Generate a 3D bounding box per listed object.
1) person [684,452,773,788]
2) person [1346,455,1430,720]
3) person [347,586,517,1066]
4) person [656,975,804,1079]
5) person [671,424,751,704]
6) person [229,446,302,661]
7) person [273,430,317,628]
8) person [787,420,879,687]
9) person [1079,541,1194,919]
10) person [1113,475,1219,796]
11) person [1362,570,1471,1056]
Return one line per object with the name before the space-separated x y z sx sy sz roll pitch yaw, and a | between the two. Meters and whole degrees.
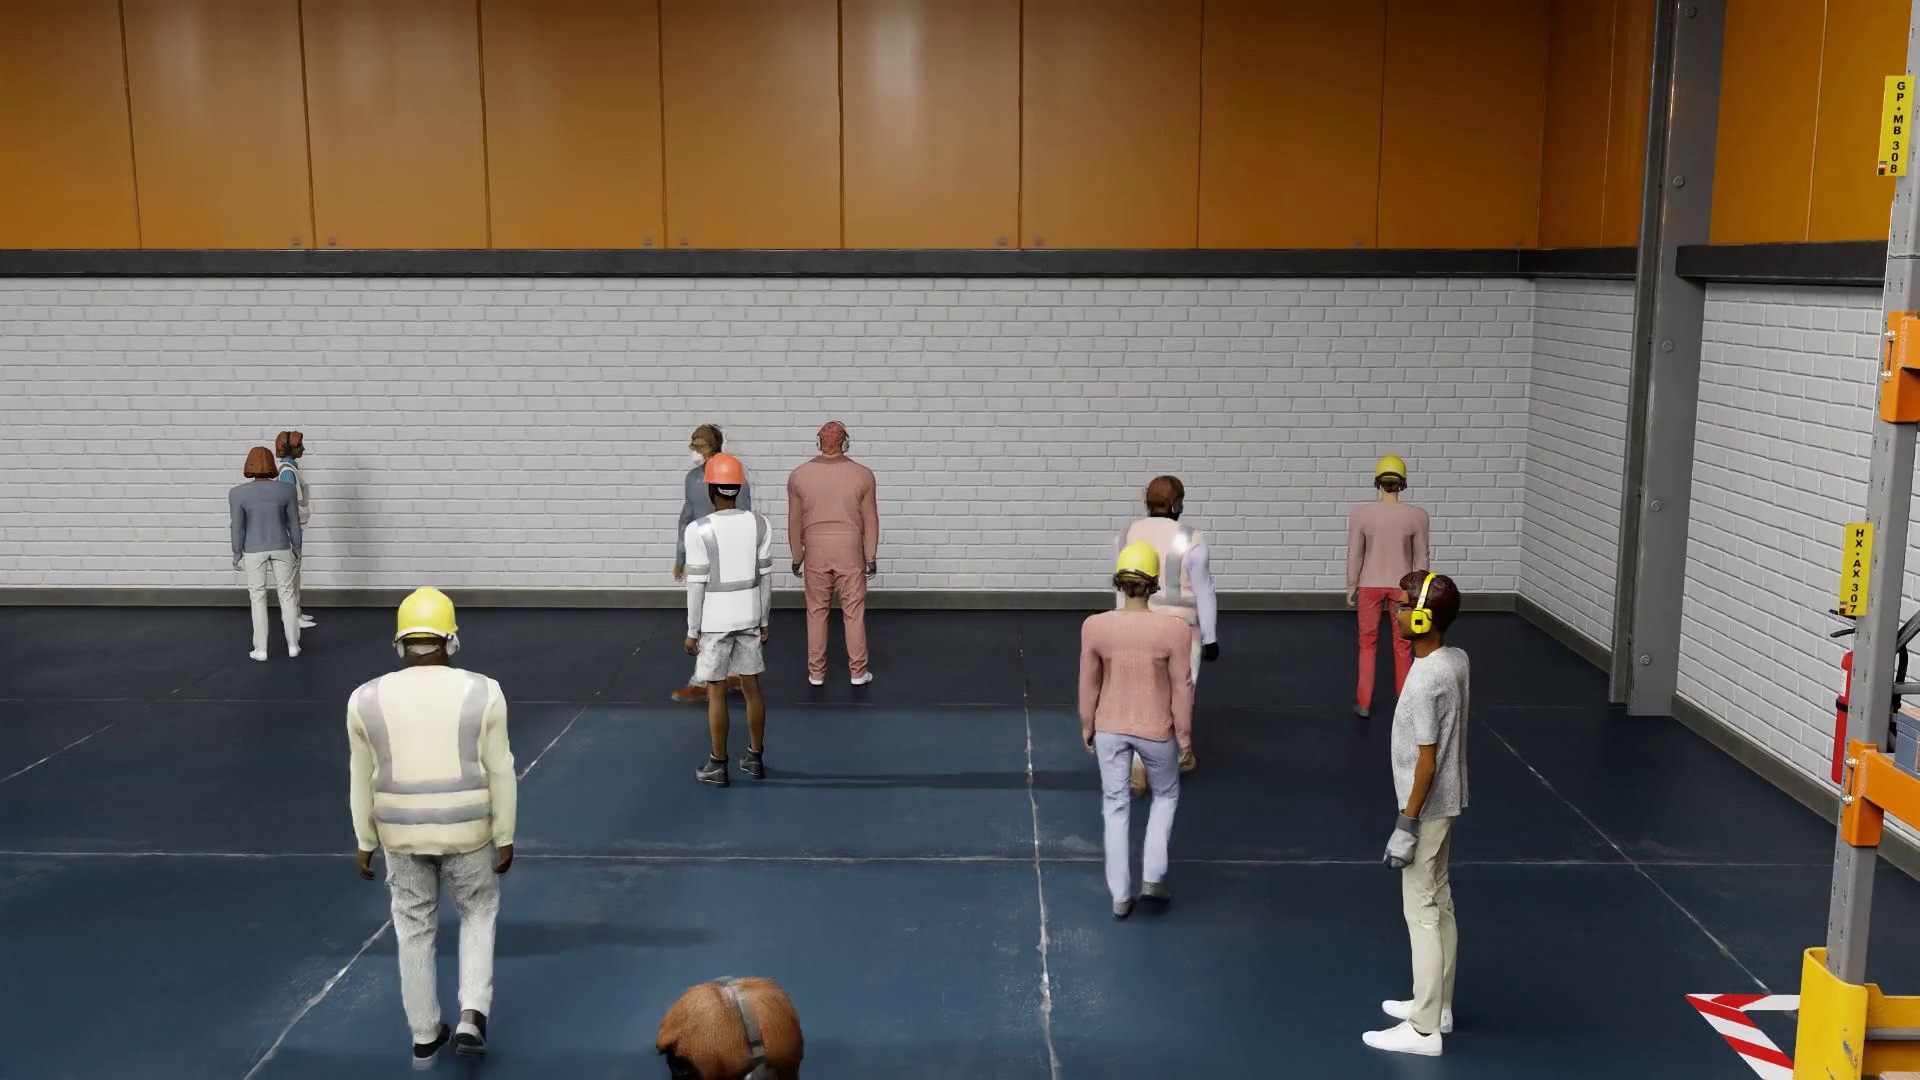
person | -1.348 0.461 9.622 0.547 1.938 0.359 -7 12 -36
person | 2.823 0.316 11.006 0.533 1.765 0.330 2 10 12
person | -1.966 1.088 6.232 0.611 1.820 0.485 -2 10 -9
person | -0.346 1.634 2.916 0.430 1.835 0.632 -7 12 -35
person | -1.791 0.165 11.461 0.830 1.910 0.662 -8 12 -40
person | -5.283 0.101 12.683 0.507 1.632 0.265 -6 11 -32
person | -5.549 -0.092 13.826 0.311 1.639 0.521 -4 10 -24
person | -0.895 0.103 11.860 0.643 1.908 0.399 0 9 3
person | 0.820 0.869 7.698 0.546 1.751 0.450 3 10 17
person | 1.148 0.535 9.530 0.810 1.821 0.624 -9 13 -44
person | 1.764 1.038 6.365 0.326 1.874 0.518 6 11 30
